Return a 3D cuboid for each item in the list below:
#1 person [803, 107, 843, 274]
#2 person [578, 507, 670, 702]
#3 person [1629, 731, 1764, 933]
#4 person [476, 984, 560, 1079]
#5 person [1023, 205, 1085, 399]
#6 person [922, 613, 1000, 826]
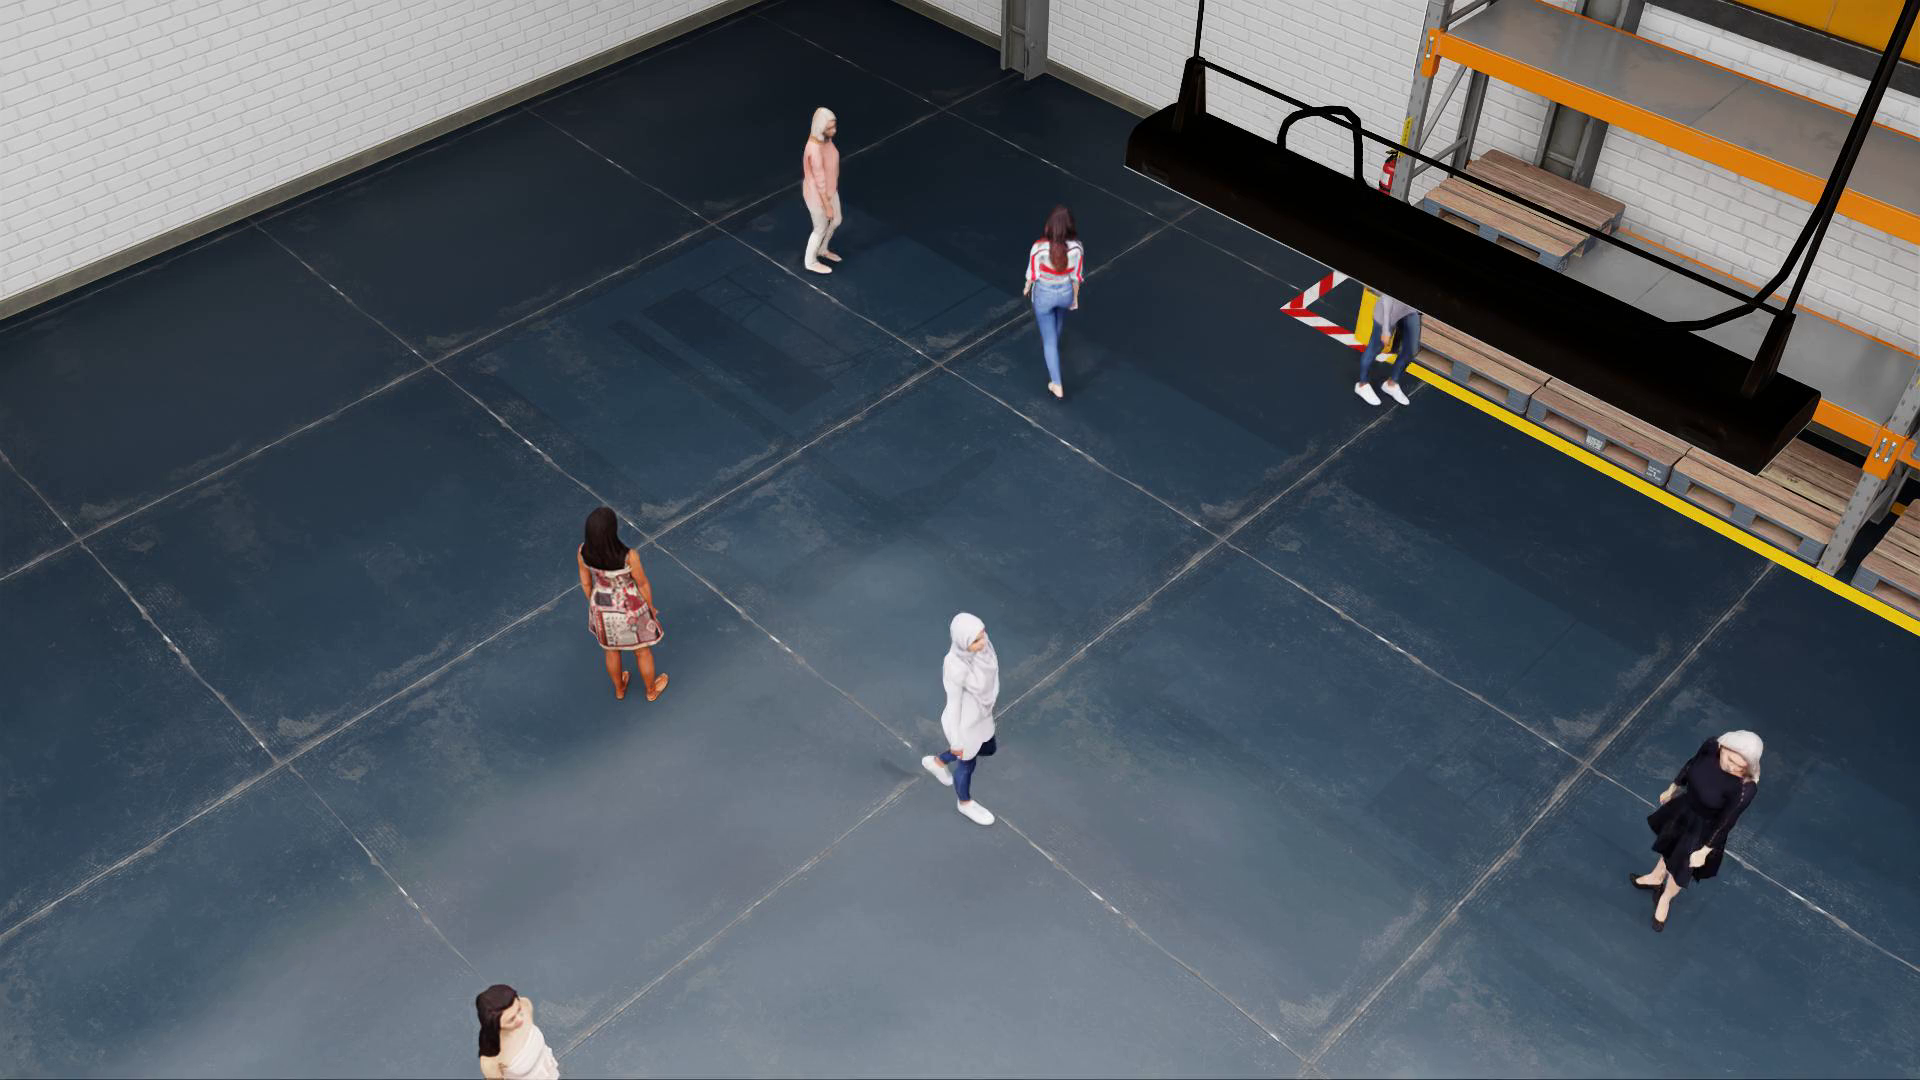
[{"bbox_3d":[-1.232,-2.990,14.246,0.811,1.683,0.772,-2,44,-2],"label":"person"},{"bbox_3d":[-2.191,0.423,10.690,0.684,1.645,0.781,5,44,6],"label":"person"},{"bbox_3d":[4.149,1.586,9.408,0.835,1.730,0.749,4,44,4],"label":"person"},{"bbox_3d":[-2.149,2.706,8.230,0.667,1.735,0.652,13,45,13],"label":"person"},{"bbox_3d":[0.755,-1.865,13.144,0.952,1.574,1.141,-9,44,-9],"label":"person"},{"bbox_3d":[-0.023,1.033,9.962,0.858,1.767,0.746,21,47,20],"label":"person"}]
